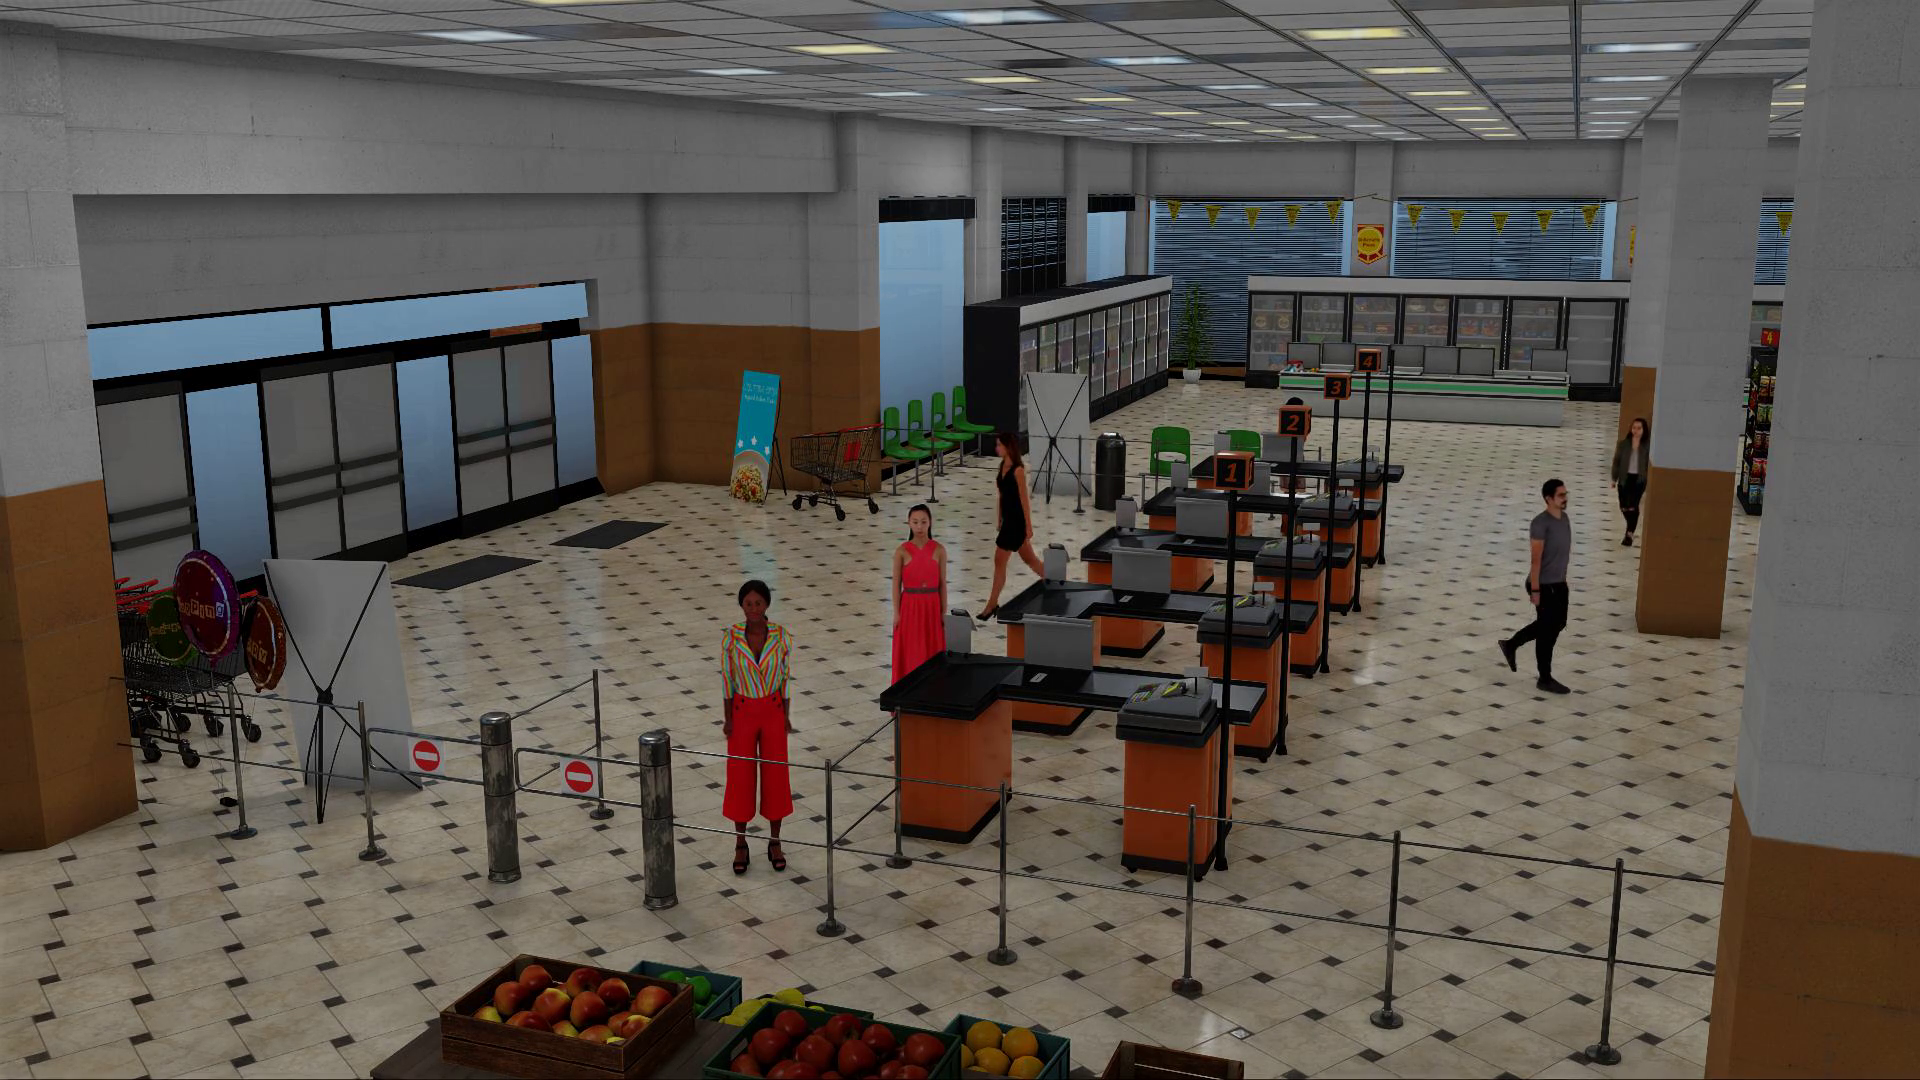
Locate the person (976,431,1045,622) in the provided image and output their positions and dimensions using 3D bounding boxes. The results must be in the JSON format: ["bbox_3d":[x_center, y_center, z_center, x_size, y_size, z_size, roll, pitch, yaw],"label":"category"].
[{"bbox_3d":[0.620,-0.109,15.722,1.216,1.789,1.141,-6,13,-27],"label":"person"}]

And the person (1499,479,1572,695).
[{"bbox_3d":[4.755,0.353,13.647,1.024,1.740,0.835,11,16,42],"label":"person"}]

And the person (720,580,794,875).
[{"bbox_3d":[-1.207,1.110,9.923,0.638,1.794,0.736,-3,12,-13],"label":"person"}]

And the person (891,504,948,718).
[{"bbox_3d":[-0.302,0.577,12.619,0.675,1.725,0.774,-2,12,-11],"label":"person"}]

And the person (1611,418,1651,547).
[{"bbox_3d":[7.787,-0.677,19.235,0.972,1.452,0.813,9,15,35],"label":"person"}]

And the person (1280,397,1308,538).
[{"bbox_3d":[3.937,-0.877,19.716,0.604,1.645,0.695,1,12,7],"label":"person"}]
